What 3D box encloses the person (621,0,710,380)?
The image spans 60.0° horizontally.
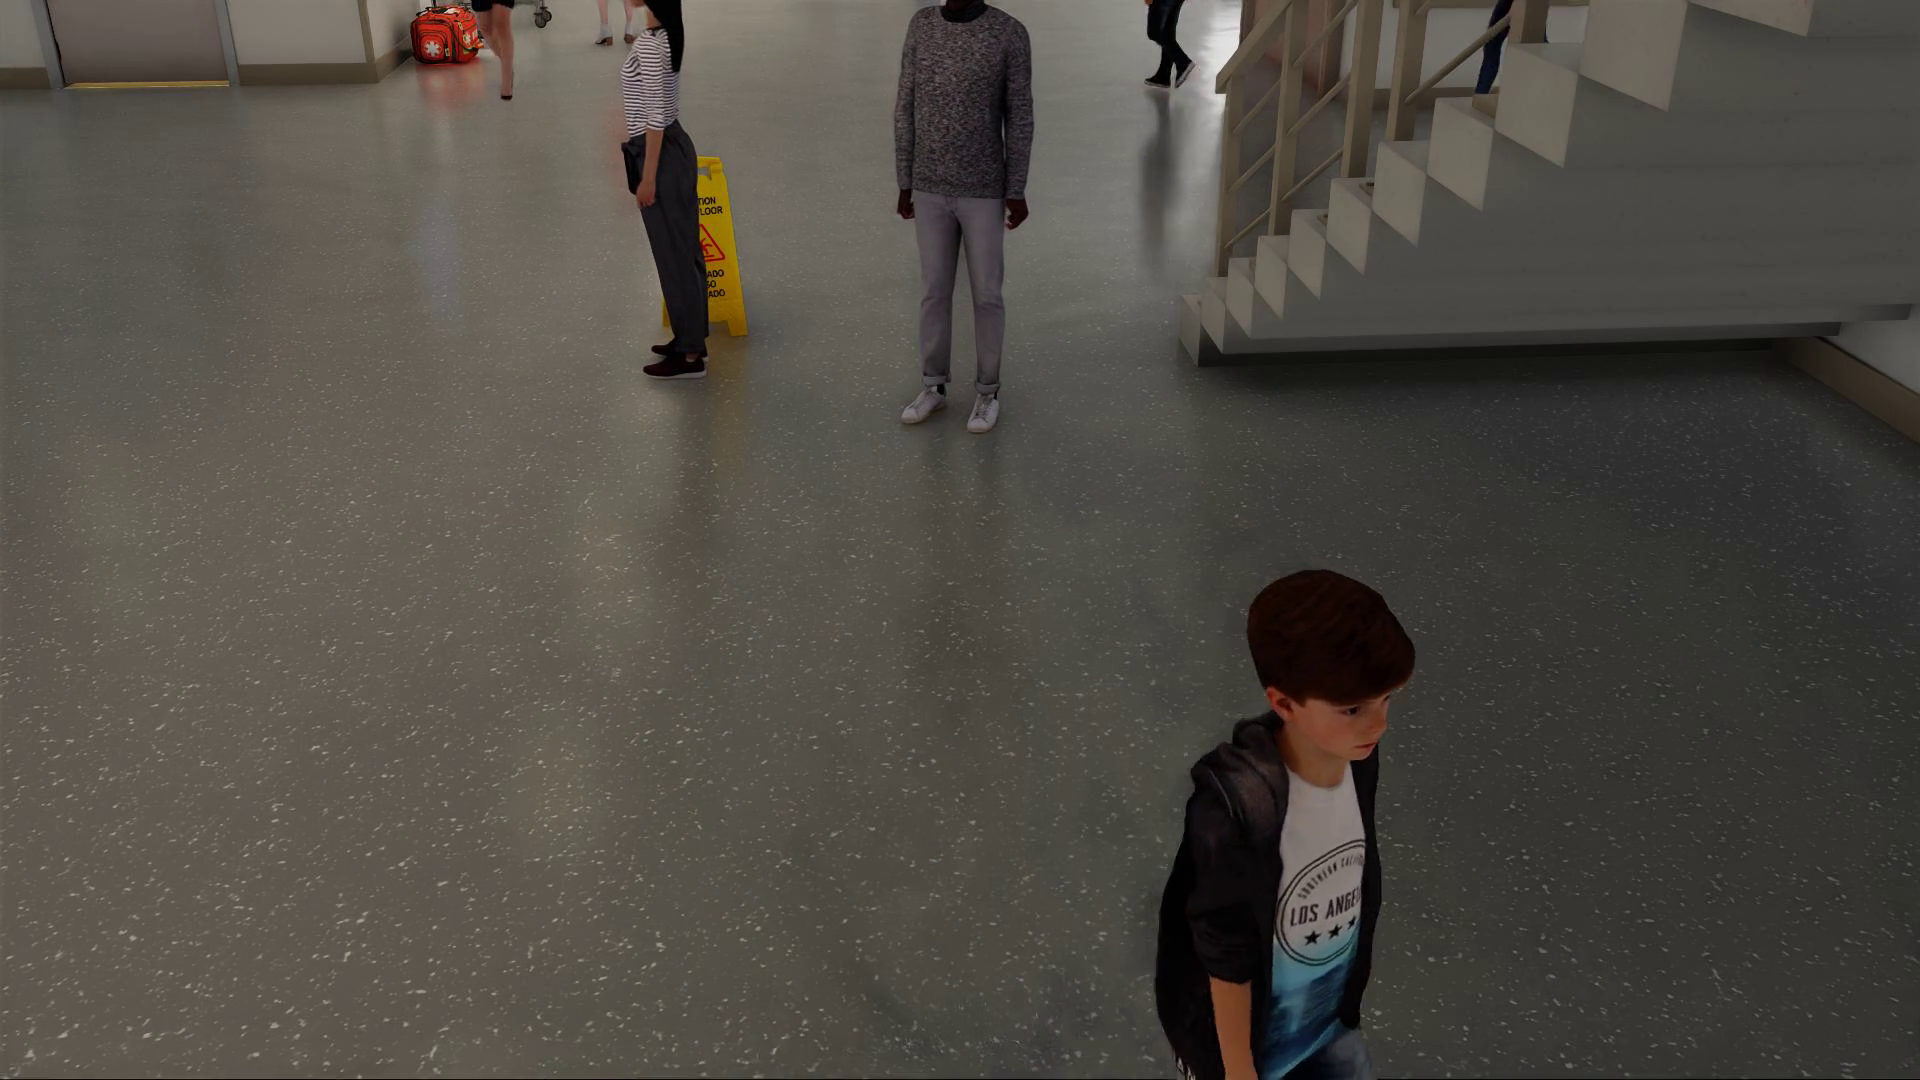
[{"bbox_3d":[-1.180,-1.512,6.736,0.683,1.736,0.495,1,26,2],"label":"person"}]

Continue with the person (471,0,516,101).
[{"bbox_3d":[-3.422,-4.099,12.177,0.593,1.671,0.975,-3,26,-5],"label":"person"}]

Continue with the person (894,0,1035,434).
[{"bbox_3d":[0.017,-1.327,6.235,0.755,1.838,0.725,10,28,20],"label":"person"}]

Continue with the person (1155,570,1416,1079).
[{"bbox_3d":[0.429,0.682,2.539,0.695,1.430,0.781,-16,30,-29],"label":"person"}]

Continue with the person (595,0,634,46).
[{"bbox_3d":[-3.054,-5.229,14.340,0.670,1.828,0.661,-15,30,-28],"label":"person"}]

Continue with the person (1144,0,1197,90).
[{"bbox_3d":[1.597,-4.076,12.379,0.808,1.455,0.886,-23,34,-39],"label":"person"}]
